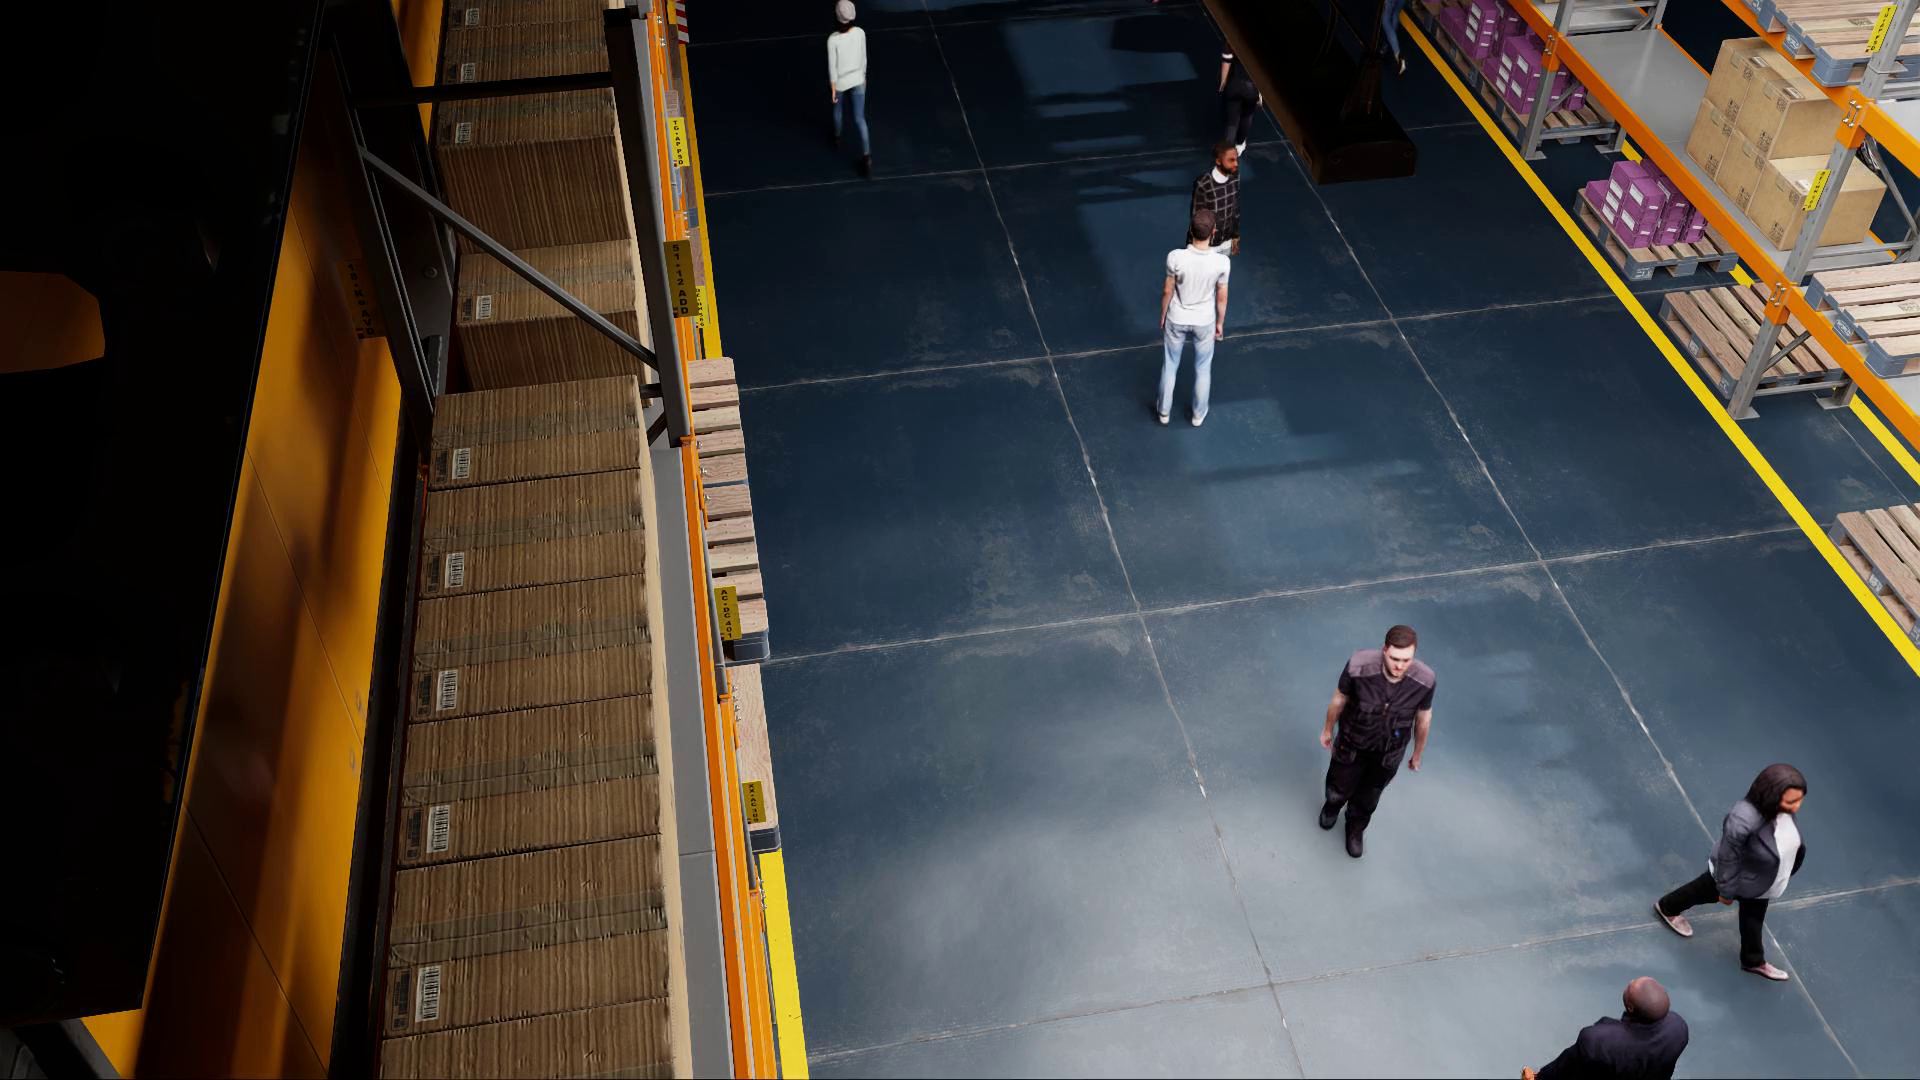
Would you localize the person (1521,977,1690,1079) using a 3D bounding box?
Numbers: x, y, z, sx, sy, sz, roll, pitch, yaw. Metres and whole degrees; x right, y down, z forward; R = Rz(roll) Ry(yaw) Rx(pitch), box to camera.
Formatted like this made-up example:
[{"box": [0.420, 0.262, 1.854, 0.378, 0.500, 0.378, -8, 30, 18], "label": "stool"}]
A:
[{"box": [3.137, 2.766, 8.027, 0.774, 1.772, 1.149, -10, 45, -10], "label": "person"}]

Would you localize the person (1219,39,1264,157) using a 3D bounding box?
[{"box": [2.595, -4.132, 15.388, 0.941, 1.608, 1.173, 12, 45, 13], "label": "person"}]

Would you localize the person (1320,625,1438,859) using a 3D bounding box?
[{"box": [2.403, 1.104, 9.723, 0.835, 1.841, 0.806, 7, 44, 7], "label": "person"}]

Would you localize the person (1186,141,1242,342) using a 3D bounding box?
[{"box": [1.968, -2.448, 13.477, 0.851, 1.805, 0.917, -27, 50, -25], "label": "person"}]

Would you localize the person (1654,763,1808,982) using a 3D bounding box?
[{"box": [4.275, 1.762, 9.238, 0.946, 1.557, 1.131, -26, 49, -24], "label": "person"}]

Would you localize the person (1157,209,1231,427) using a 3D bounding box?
[{"box": [1.755, -1.664, 12.622, 0.692, 1.849, 0.633, 5, 44, 5], "label": "person"}]

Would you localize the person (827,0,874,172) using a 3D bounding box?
[{"box": [-1.002, -4.208, 15.471, 0.817, 1.603, 1.191, -20, 47, -20], "label": "person"}]
